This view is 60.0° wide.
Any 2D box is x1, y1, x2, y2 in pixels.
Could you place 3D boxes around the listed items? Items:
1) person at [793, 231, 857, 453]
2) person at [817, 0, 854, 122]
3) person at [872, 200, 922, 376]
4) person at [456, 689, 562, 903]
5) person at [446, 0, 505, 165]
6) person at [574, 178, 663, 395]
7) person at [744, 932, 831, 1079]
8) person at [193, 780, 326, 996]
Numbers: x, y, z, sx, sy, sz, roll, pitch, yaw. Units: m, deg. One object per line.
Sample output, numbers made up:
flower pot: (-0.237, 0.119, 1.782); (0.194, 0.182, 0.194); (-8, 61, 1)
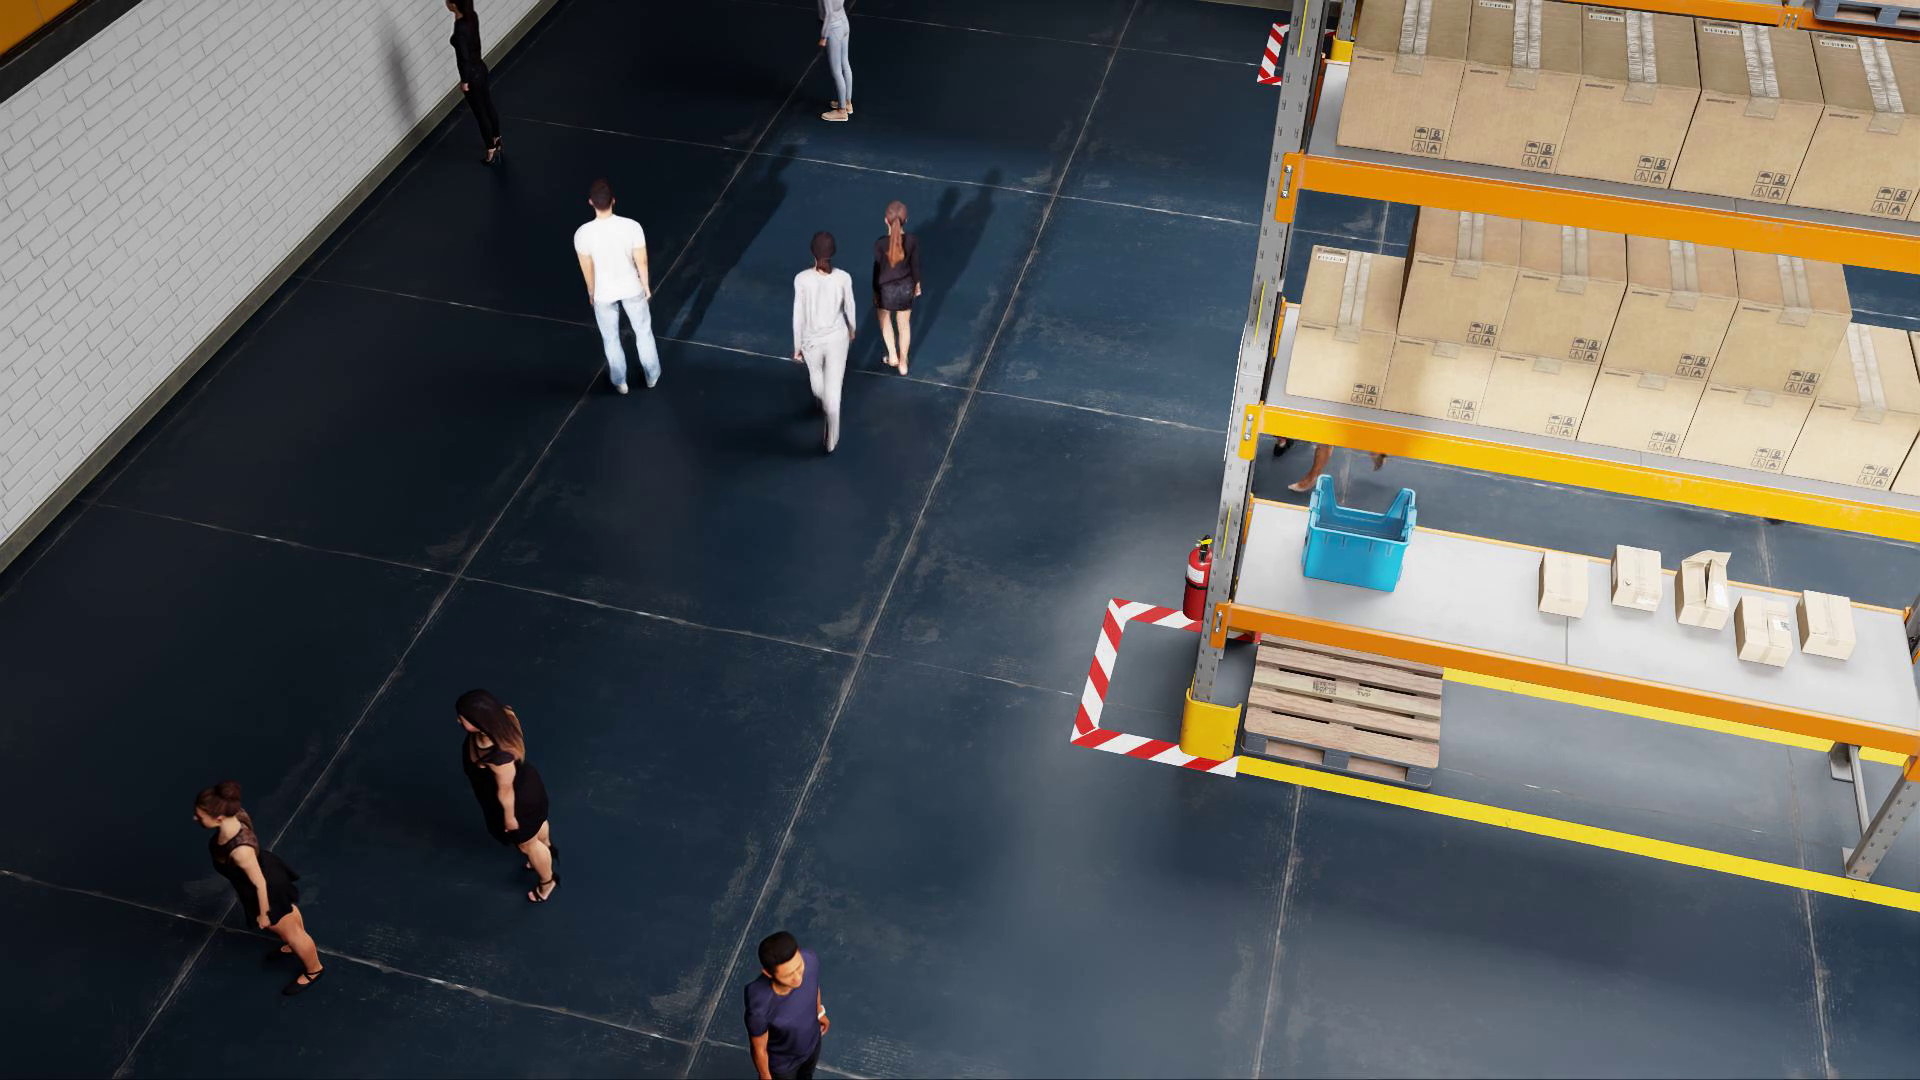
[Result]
person: (-1.005, -1.404, 12.307); (0.969, 1.738, 0.871); (-4, 44, -5)
person: (-1.195, -4.869, 15.901); (0.520, 1.796, 0.598); (13, 45, 14)
person: (-0.486, -1.924, 12.991); (0.643, 1.544, 0.719); (-8, 44, -9)
person: (-2.505, 1.424, 9.356); (0.767, 1.712, 0.749); (-10, 44, -10)
person: (-4.484, -4.287, 15.352); (0.534, 1.711, 0.604); (4, 44, 5)
person: (-2.630, -1.942, 12.778); (0.689, 1.865, 0.813); (-12, 45, -12)
person: (-0.843, 2.465, 8.206); (0.651, 1.792, 0.711); (26, 50, 25)
person: (-3.760, 1.852, 8.935); (0.741, 1.673, 0.678); (-23, 48, -22)
